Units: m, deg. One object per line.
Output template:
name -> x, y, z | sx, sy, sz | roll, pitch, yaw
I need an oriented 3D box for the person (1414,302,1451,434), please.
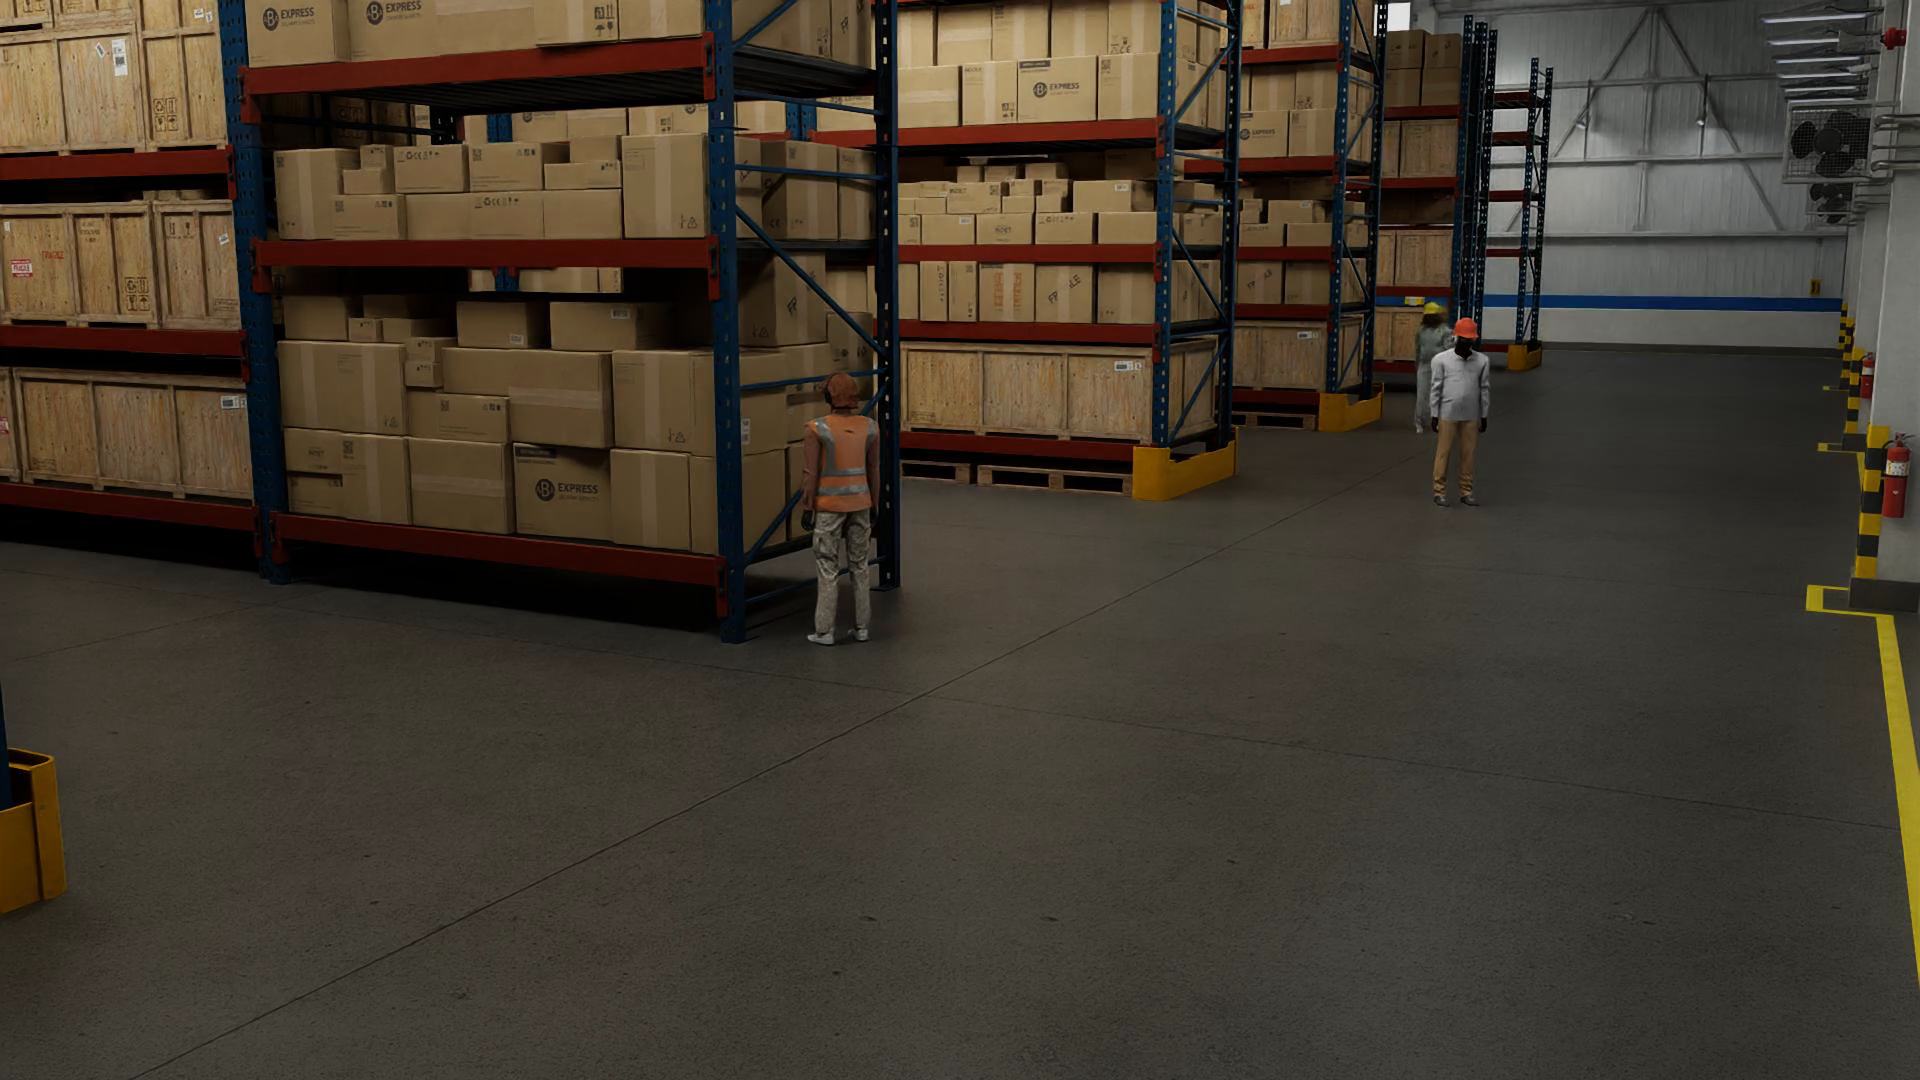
person -> 6.154, -2.250, 21.684 | 0.484, 1.707, 0.839 | 4, 11, 23

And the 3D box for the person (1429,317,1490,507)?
person -> 4.599, -1.170, 15.300 | 0.564, 1.745, 0.349 | -1, 10, -4

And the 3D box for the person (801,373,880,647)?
person -> -0.701, -0.181, 9.909 | 0.526, 1.631, 0.321 | -6, 12, -33
